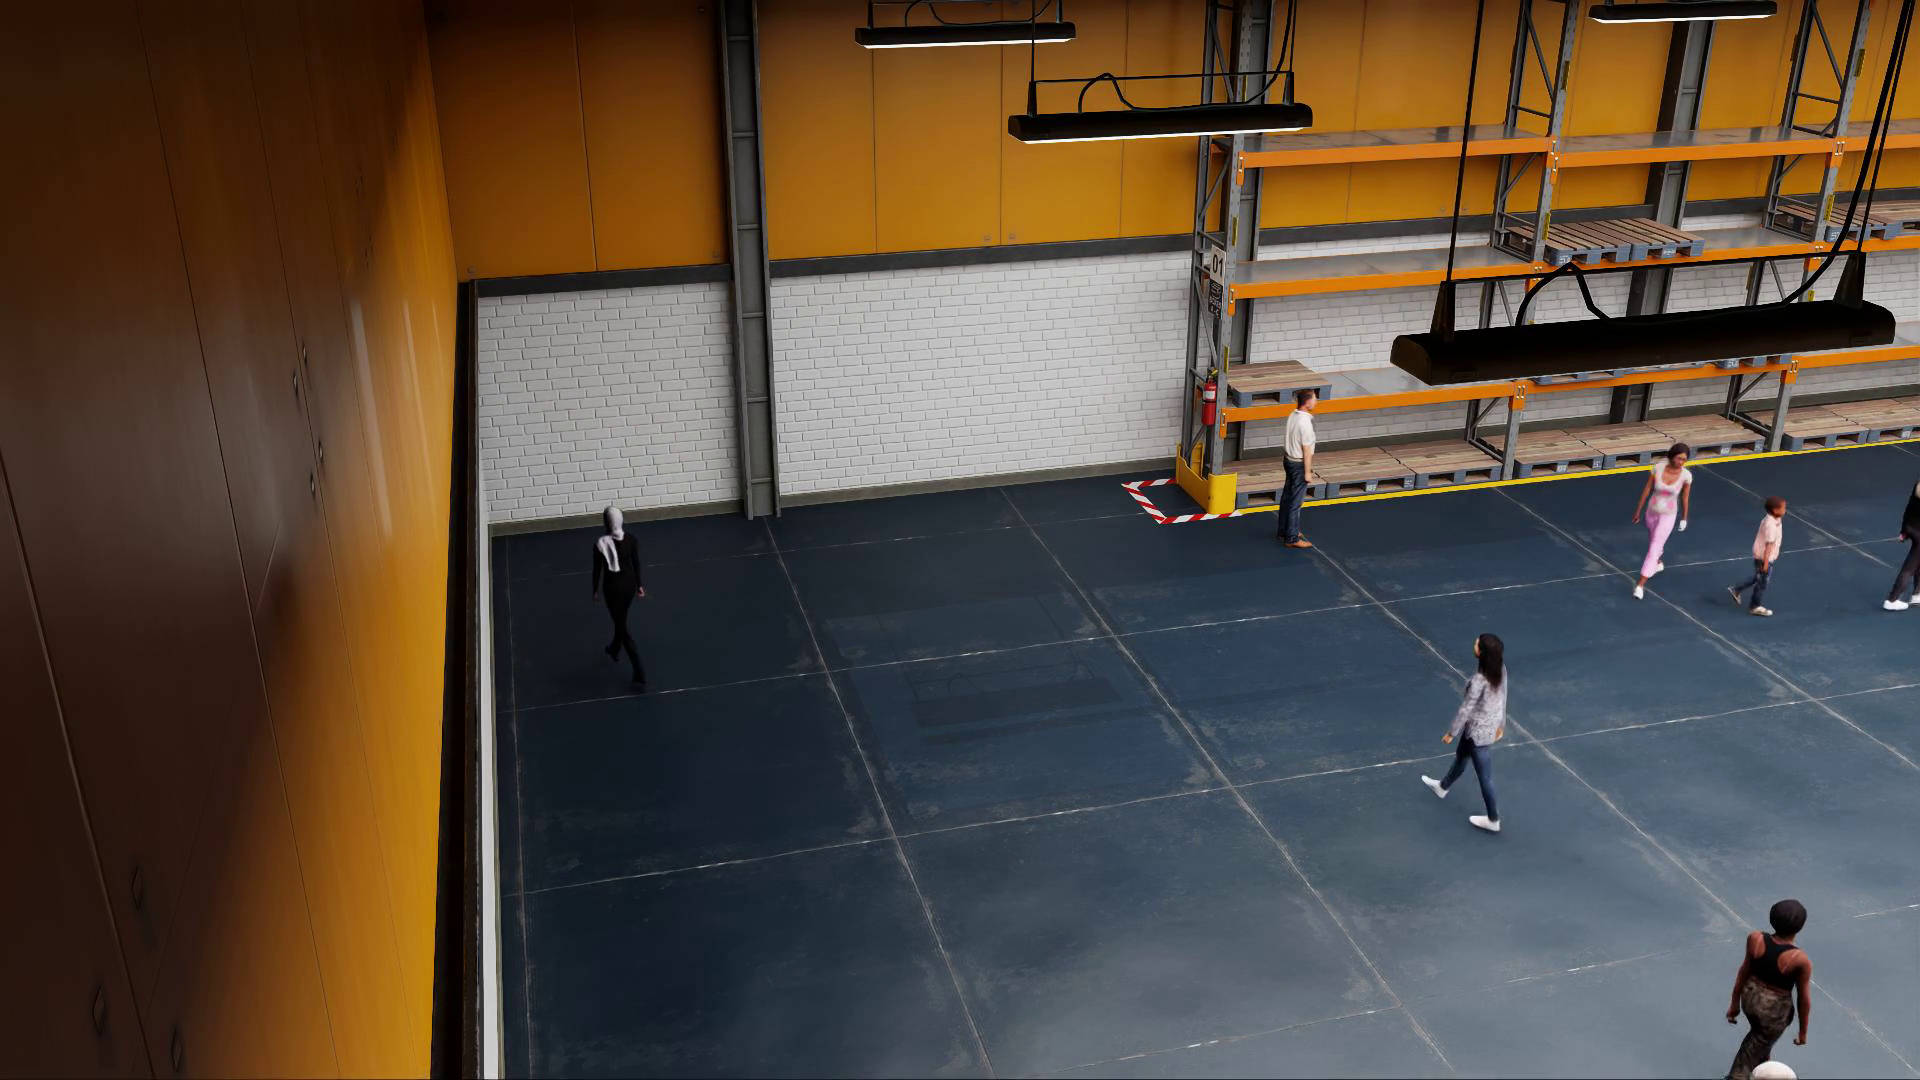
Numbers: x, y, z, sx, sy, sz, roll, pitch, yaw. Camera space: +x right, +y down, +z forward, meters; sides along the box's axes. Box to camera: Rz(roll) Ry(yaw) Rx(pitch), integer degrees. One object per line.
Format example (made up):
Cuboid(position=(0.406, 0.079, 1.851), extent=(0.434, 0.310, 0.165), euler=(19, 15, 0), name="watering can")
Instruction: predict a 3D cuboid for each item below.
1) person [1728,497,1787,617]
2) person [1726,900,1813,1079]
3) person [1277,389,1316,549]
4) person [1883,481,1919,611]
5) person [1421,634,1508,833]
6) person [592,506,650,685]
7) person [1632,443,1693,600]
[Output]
Cuboid(position=(8.345, 0.150, 17.392), extent=(0.780, 1.299, 0.694), euler=(9, 25, 19), name="person")
Cuboid(position=(4.968, 3.024, 10.385), extent=(1.256, 1.645, 0.844), euler=(-14, 27, -30), name="person")
Cuboid(position=(3.830, -0.841, 18.969), extent=(0.600, 1.851, 0.681), euler=(-3, 24, -8), name="person")
Cuboid(position=(9.926, -0.017, 17.317), extent=(0.881, 1.666, 0.724), euler=(0, 24, -1), name="person")
Cuboid(position=(4.324, 1.601, 13.572), extent=(1.095, 1.700, 1.004), euler=(-21, 31, -39), name="person")
Cuboid(position=(-3.217, 0.567, 15.899), extent=(1.176, 1.731, 0.974), euler=(-16, 28, -33), name="person")
Cuboid(position=(7.537, -0.250, 17.826), extent=(1.295, 1.685, 1.068), euler=(-21, 31, -40), name="person")
